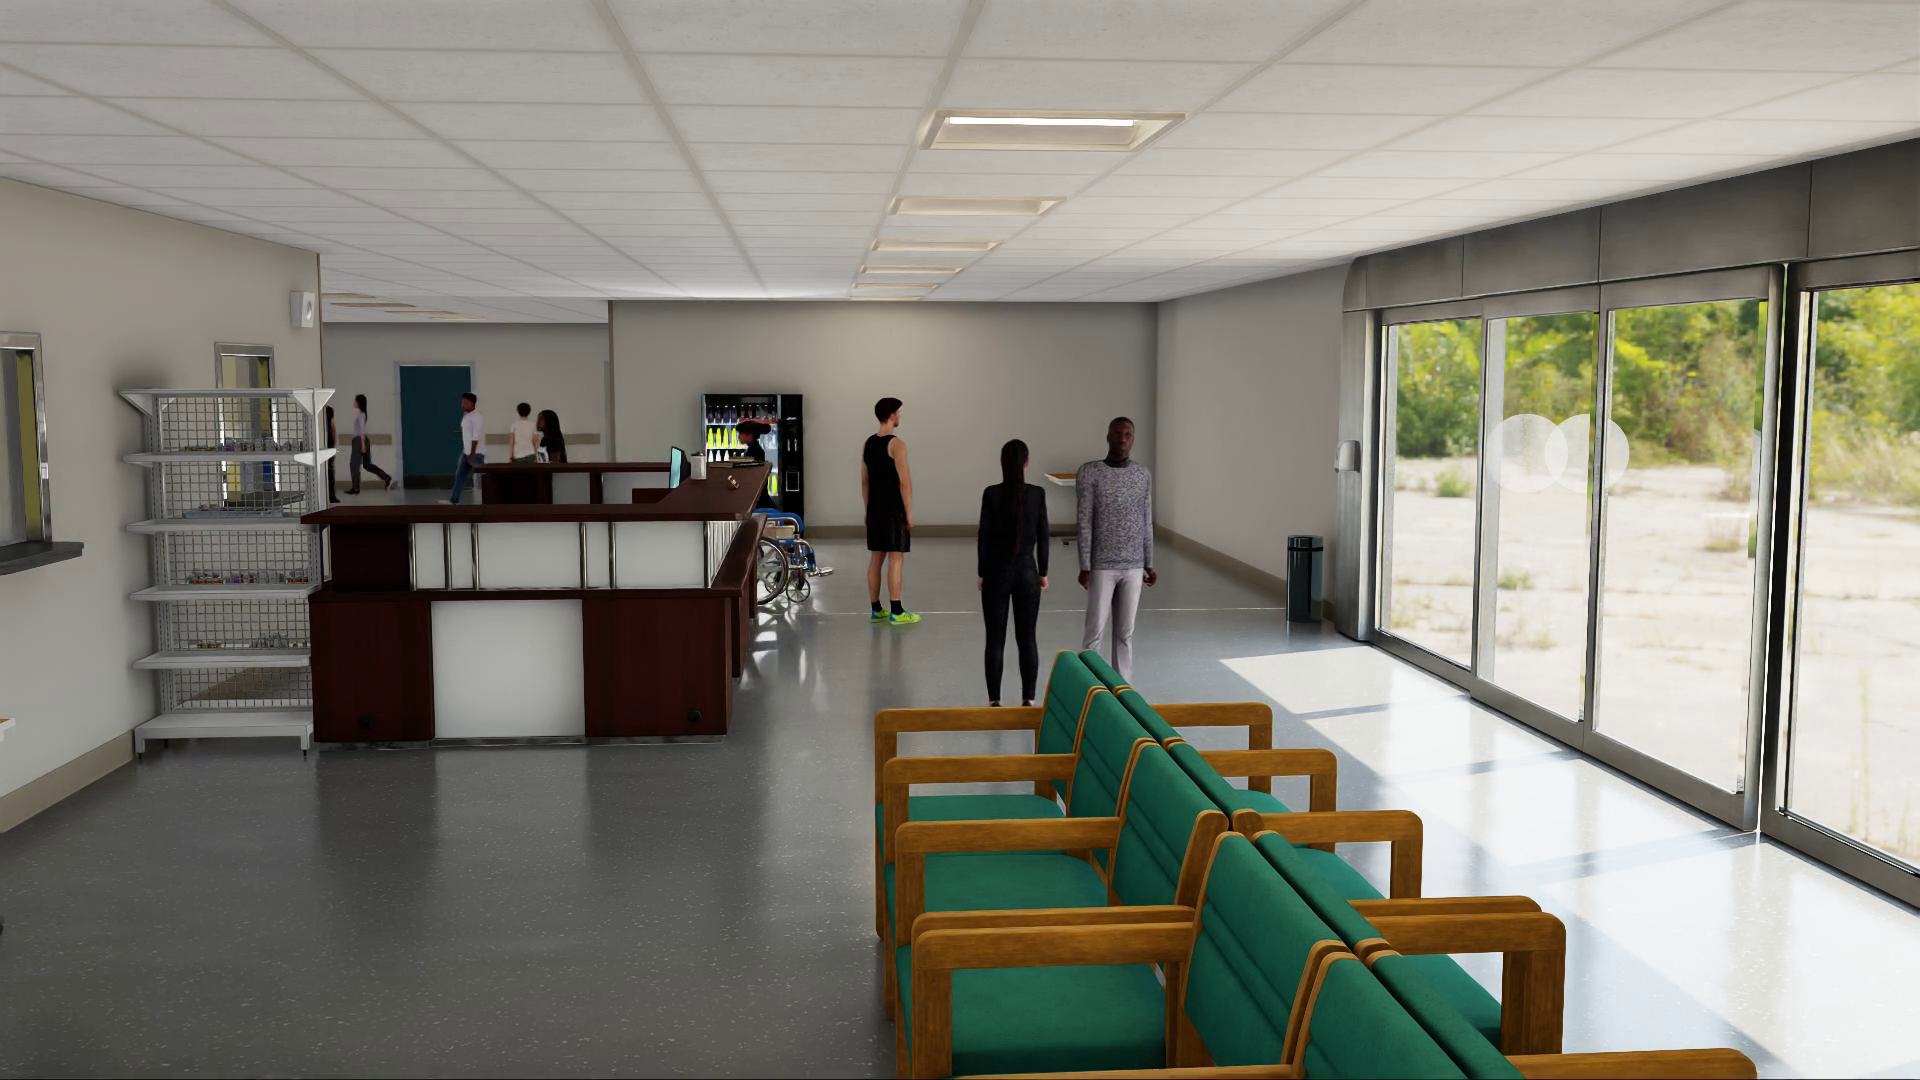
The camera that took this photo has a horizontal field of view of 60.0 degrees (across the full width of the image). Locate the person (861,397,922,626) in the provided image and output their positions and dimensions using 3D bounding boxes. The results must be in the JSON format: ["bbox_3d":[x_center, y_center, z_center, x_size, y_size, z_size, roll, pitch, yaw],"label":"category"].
[{"bbox_3d":[-0.610,-0.248,13.910,0.769,1.892,0.820,5,8,42],"label":"person"}]

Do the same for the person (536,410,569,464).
[{"bbox_3d":[-4.061,-0.444,16.992,1.272,1.664,1.028,-4,7,-36],"label":"person"}]

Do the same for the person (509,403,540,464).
[{"bbox_3d":[-6.487,-1.212,24.747,0.763,1.640,0.775,-2,6,-20],"label":"person"}]

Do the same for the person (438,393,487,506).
[{"bbox_3d":[-7.312,-1.332,25.266,1.131,1.775,1.013,-5,8,-41],"label":"person"}]

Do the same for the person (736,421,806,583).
[{"bbox_3d":[-1.887,-0.320,16.127,1.041,1.591,0.614,-1,6,-8],"label":"person"}]

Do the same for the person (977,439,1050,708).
[{"bbox_3d":[0.311,0.254,9.838,0.428,1.709,0.639,-1,6,-7],"label":"person"}]

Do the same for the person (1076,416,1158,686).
[{"bbox_3d":[0.932,0.160,10.126,0.612,1.837,0.808,-2,6,-23],"label":"person"}]

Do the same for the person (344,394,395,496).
[{"bbox_3d":[-10.056,-1.601,28.263,1.051,1.710,0.656,-1,6,-10],"label":"person"}]
